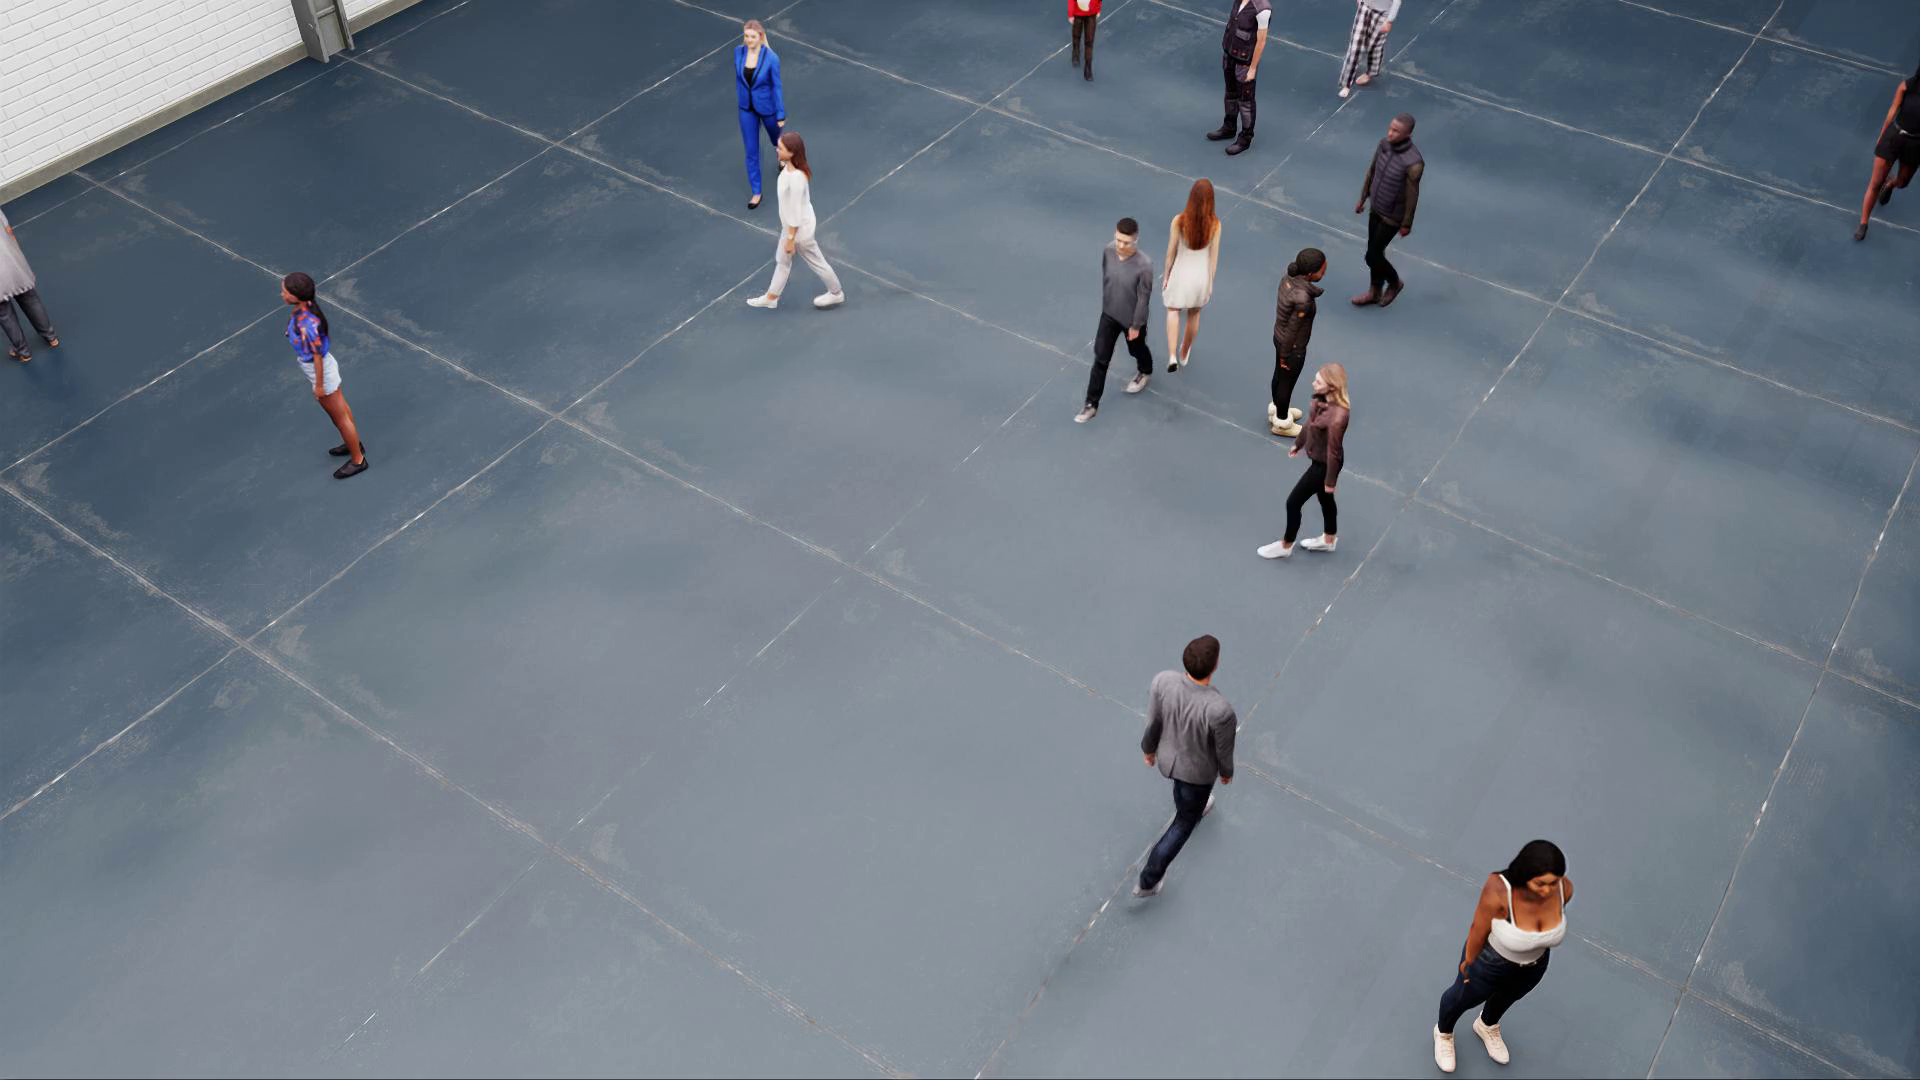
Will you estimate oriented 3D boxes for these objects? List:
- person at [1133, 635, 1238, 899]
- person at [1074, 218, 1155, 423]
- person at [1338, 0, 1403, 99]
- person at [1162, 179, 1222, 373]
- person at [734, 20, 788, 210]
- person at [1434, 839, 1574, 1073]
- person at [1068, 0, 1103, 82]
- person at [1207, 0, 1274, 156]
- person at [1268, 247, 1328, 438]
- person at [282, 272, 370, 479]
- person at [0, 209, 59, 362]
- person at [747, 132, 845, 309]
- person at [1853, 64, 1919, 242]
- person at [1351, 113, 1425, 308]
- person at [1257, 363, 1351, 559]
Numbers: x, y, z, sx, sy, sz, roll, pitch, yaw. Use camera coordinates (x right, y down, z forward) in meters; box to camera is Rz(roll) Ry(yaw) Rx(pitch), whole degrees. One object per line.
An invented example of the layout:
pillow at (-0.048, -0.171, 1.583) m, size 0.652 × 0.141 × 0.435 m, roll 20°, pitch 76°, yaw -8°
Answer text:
person at (1.263, 1.308, 9.453) m, size 0.790 × 1.839 × 1.220 m, roll 32°, pitch 52°, yaw 29°
person at (1.308, -1.742, 12.745) m, size 0.641 × 1.714 × 1.141 m, roll 29°, pitch 51°, yaw 27°
person at (4.135, -5.285, 16.406) m, size 0.708 × 1.794 × 0.900 m, roll 34°, pitch 53°, yaw 30°
person at (1.807, -2.005, 13.034) m, size 0.775 × 1.697 × 0.946 m, roll 7°, pitch 44°, yaw 7°
person at (-1.765, -3.919, 15.067) m, size 0.885 × 1.663 × 1.214 m, roll 11°, pitch 45°, yaw 12°
person at (2.814, 2.132, 8.609) m, size 0.738 × 1.809 × 0.795 m, roll -6°, pitch 44°, yaw -6°
person at (1.253, -5.375, 16.894) m, size 0.845 × 1.250 × 0.965 m, roll -2°, pitch 44°, yaw -2°
person at (2.663, -4.537, 15.581) m, size 0.743 × 1.849 × 0.742 m, roll -19°, pitch 47°, yaw -19°
person at (2.479, -1.485, 12.515) m, size 0.761 × 1.660 × 0.700 m, roll 34°, pitch 53°, yaw 30°
person at (-4.663, -1.226, 12.182) m, size 0.686 × 1.743 × 0.667 m, roll -15°, pitch 46°, yaw -16°
person at (-7.693, -2.174, 13.274) m, size 0.704 × 1.610 × 0.603 m, roll 29°, pitch 51°, yaw 27°
person at (-1.248, -2.579, 13.673) m, size 1.128 × 1.646 × 1.046 m, roll -9°, pitch 44°, yaw -9°
person at (8.268, -3.495, 14.577) m, size 0.684 × 1.725 × 0.991 m, roll 18°, pitch 47°, yaw 18°
person at (3.600, -2.706, 13.676) m, size 0.905 × 1.826 × 0.859 m, roll -13°, pitch 45°, yaw -13°
person at (2.595, -0.530, 11.498) m, size 0.876 × 1.680 × 0.862 m, roll 5°, pitch 44°, yaw 5°
